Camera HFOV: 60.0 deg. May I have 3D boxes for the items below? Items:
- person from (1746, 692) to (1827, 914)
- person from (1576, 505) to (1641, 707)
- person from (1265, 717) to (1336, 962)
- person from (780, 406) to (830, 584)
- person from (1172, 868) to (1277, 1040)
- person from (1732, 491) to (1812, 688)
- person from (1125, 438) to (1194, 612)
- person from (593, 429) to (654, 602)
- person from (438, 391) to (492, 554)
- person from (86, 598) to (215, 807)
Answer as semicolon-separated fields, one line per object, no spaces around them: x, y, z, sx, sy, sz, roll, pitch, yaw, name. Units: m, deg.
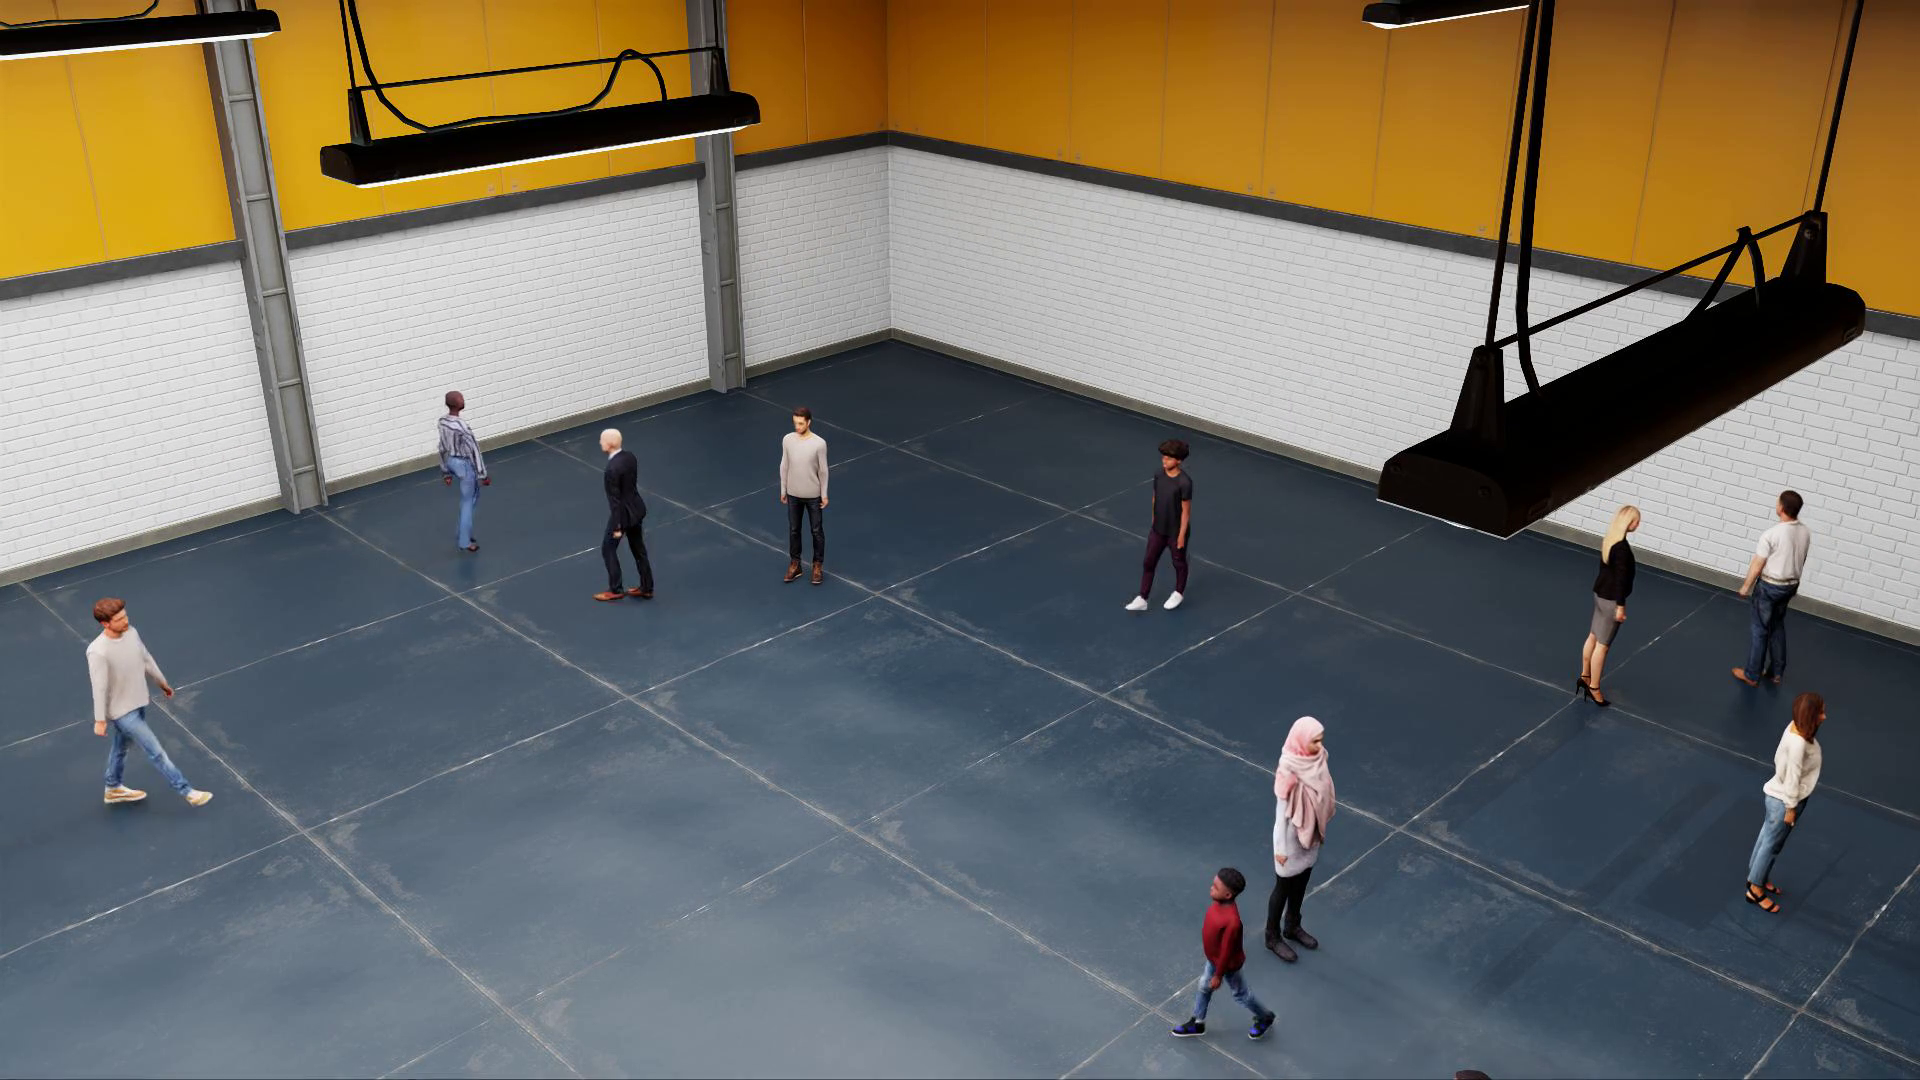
5.807;1.808;11.711;0.745;1.681;0.586;12;26;25;person
5.599;0.555;14.380;0.756;1.840;0.686;1;24;2;person
2.256;1.984;11.156;0.526;1.804;0.685;-19;30;-37;person
-1.559;-0.473;16.704;0.745;1.862;0.761;5;24;11;person
1.731;2.613;10.424;0.947;1.237;0.799;-5;24;-12;person
7.181;0.456;14.591;0.743;1.851;0.849;-7;24;-15;person
2.089;-0.159;16.114;0.657;1.760;0.905;20;31;38;person
-3.195;-0.226;16.240;0.936;1.780;0.872;9;25;19;person
-5.220;-0.662;17.238;0.636;1.781;0.624;19;30;37;person
-6.444;1.292;12.698;1.311;1.837;1.276;0;24;1;person
